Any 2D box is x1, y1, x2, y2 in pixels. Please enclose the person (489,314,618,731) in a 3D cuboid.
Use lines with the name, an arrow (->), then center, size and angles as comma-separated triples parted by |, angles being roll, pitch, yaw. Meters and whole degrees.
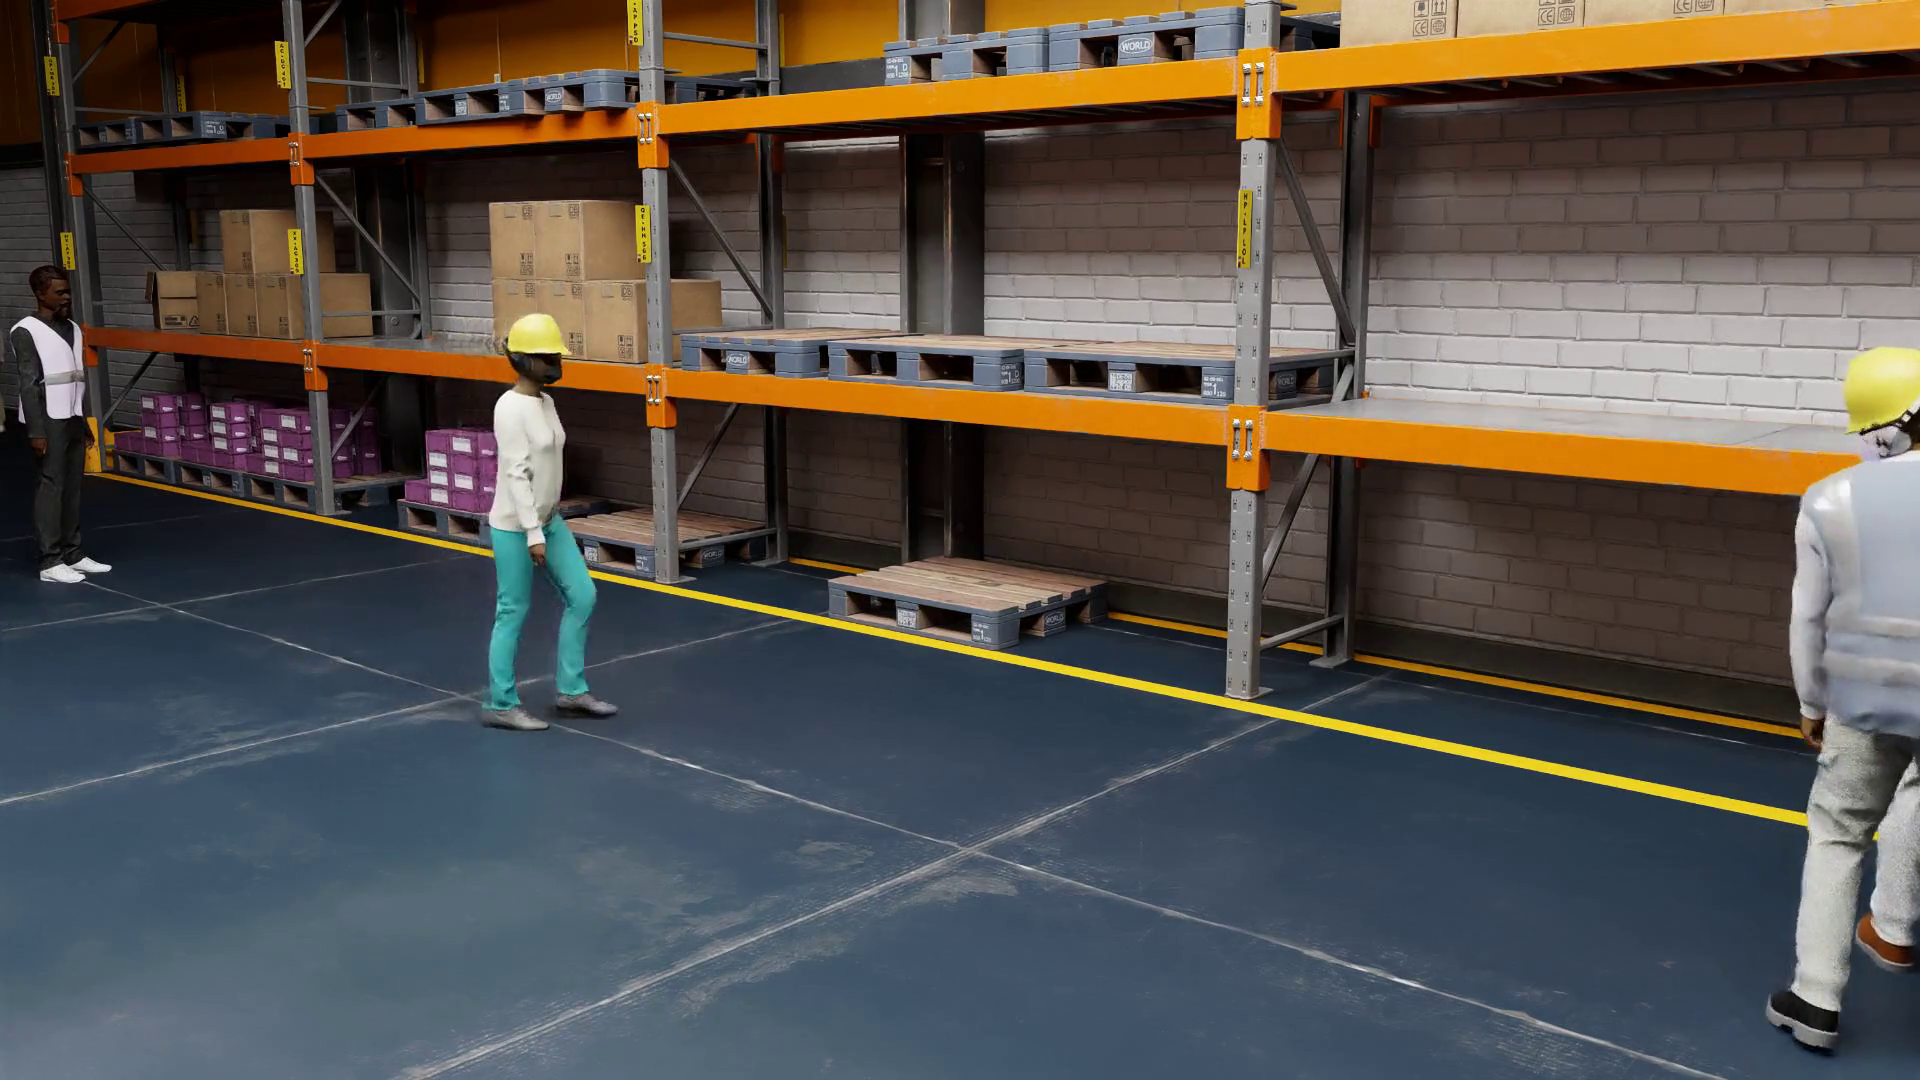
person -> -1.708, -0.055, 6.921 | 0.625, 1.750, 0.541 | 2, 10, 10

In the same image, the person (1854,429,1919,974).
person -> 2.789, 0.270, 4.578 | 0.634, 1.931, 0.374 | 5, 11, 28

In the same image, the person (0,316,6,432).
person -> -10.715, -1.973, 18.171 | 0.508, 1.632, 0.270 | -9, 13, -41

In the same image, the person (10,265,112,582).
person -> -5.517, -0.707, 10.156 | 0.376, 1.917, 0.600 | 0, 10, 0

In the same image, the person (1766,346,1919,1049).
person -> 2.381, 0.427, 4.099 | 0.658, 1.788, 0.407 | 8, 13, 40
